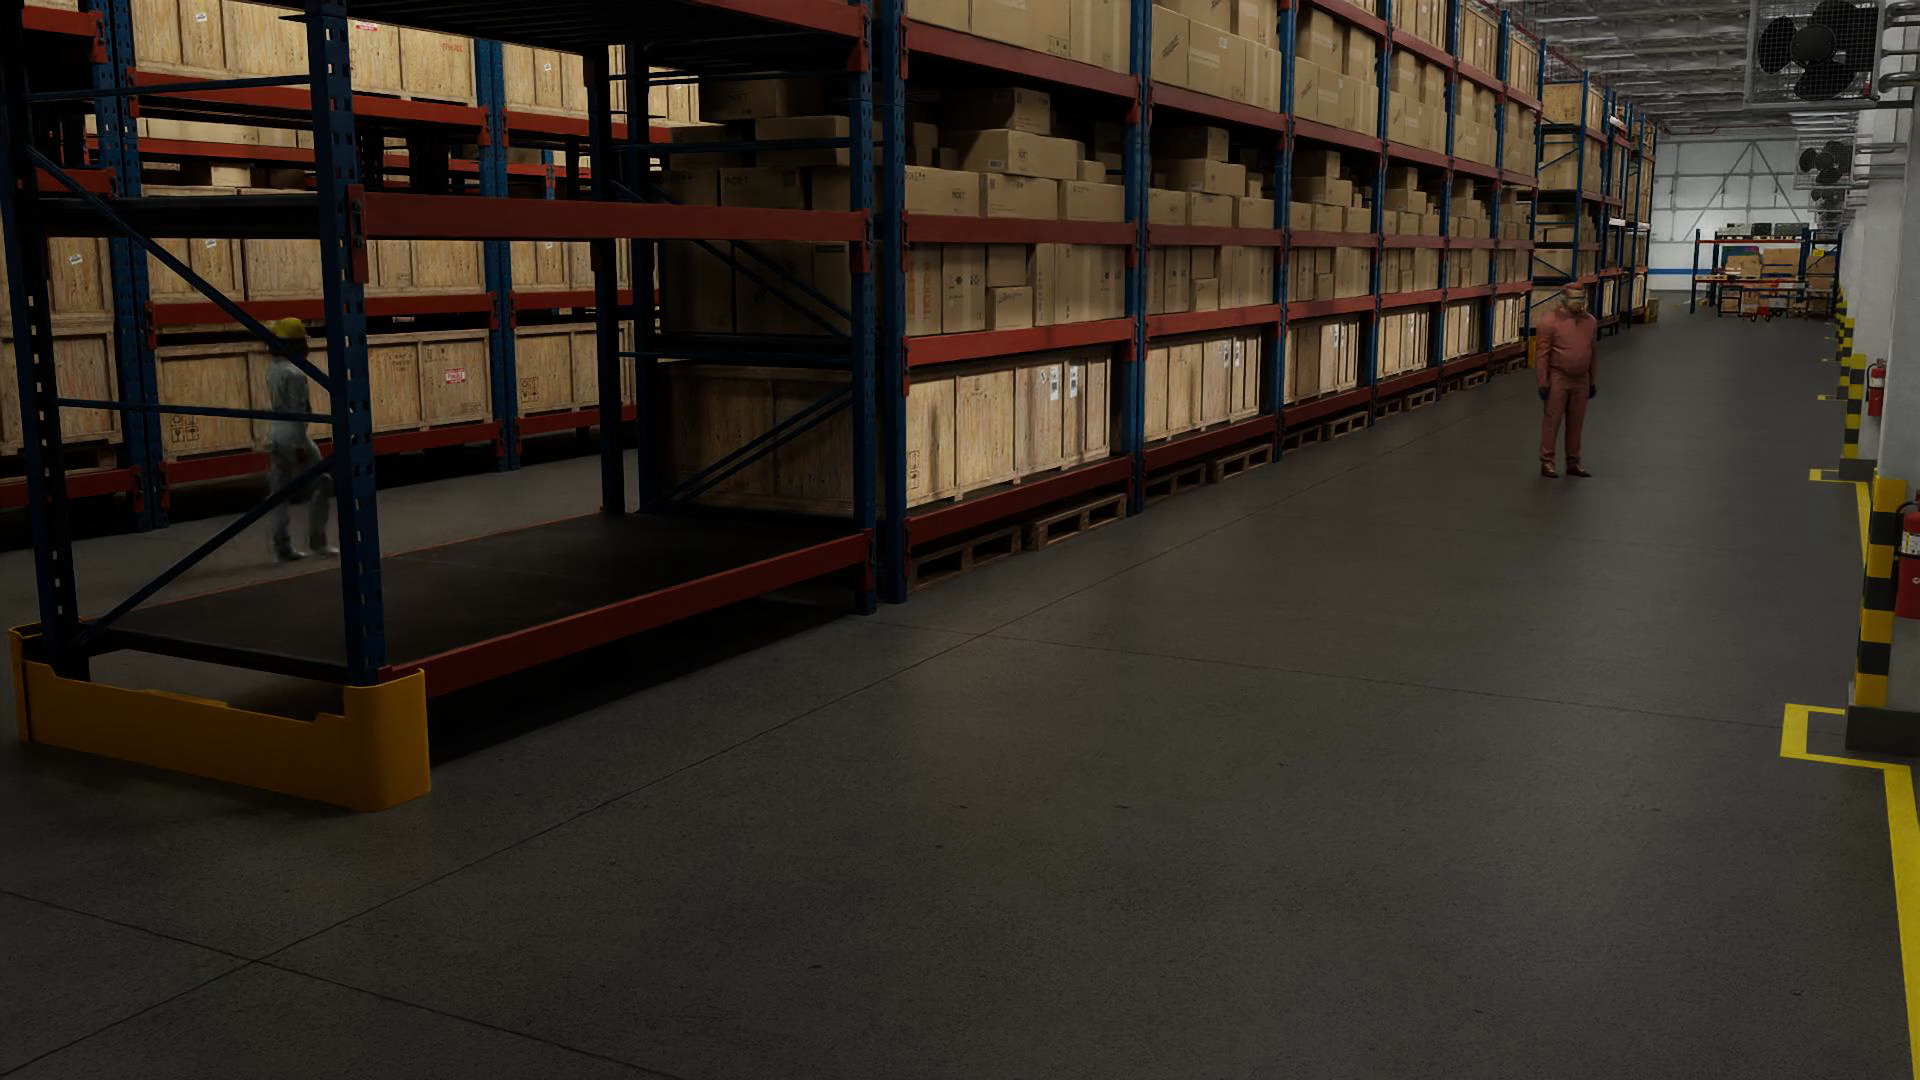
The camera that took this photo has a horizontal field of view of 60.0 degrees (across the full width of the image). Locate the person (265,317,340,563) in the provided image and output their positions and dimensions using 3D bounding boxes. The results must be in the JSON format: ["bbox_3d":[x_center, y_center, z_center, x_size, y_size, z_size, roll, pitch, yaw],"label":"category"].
[{"bbox_3d":[-4.638,-0.707,11.756,0.512,1.719,0.621,9,13,42],"label":"person"}]

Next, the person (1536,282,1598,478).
[{"bbox_3d":[5.902,-1.545,16.154,0.649,1.896,0.400,-3,10,-14],"label":"person"}]
